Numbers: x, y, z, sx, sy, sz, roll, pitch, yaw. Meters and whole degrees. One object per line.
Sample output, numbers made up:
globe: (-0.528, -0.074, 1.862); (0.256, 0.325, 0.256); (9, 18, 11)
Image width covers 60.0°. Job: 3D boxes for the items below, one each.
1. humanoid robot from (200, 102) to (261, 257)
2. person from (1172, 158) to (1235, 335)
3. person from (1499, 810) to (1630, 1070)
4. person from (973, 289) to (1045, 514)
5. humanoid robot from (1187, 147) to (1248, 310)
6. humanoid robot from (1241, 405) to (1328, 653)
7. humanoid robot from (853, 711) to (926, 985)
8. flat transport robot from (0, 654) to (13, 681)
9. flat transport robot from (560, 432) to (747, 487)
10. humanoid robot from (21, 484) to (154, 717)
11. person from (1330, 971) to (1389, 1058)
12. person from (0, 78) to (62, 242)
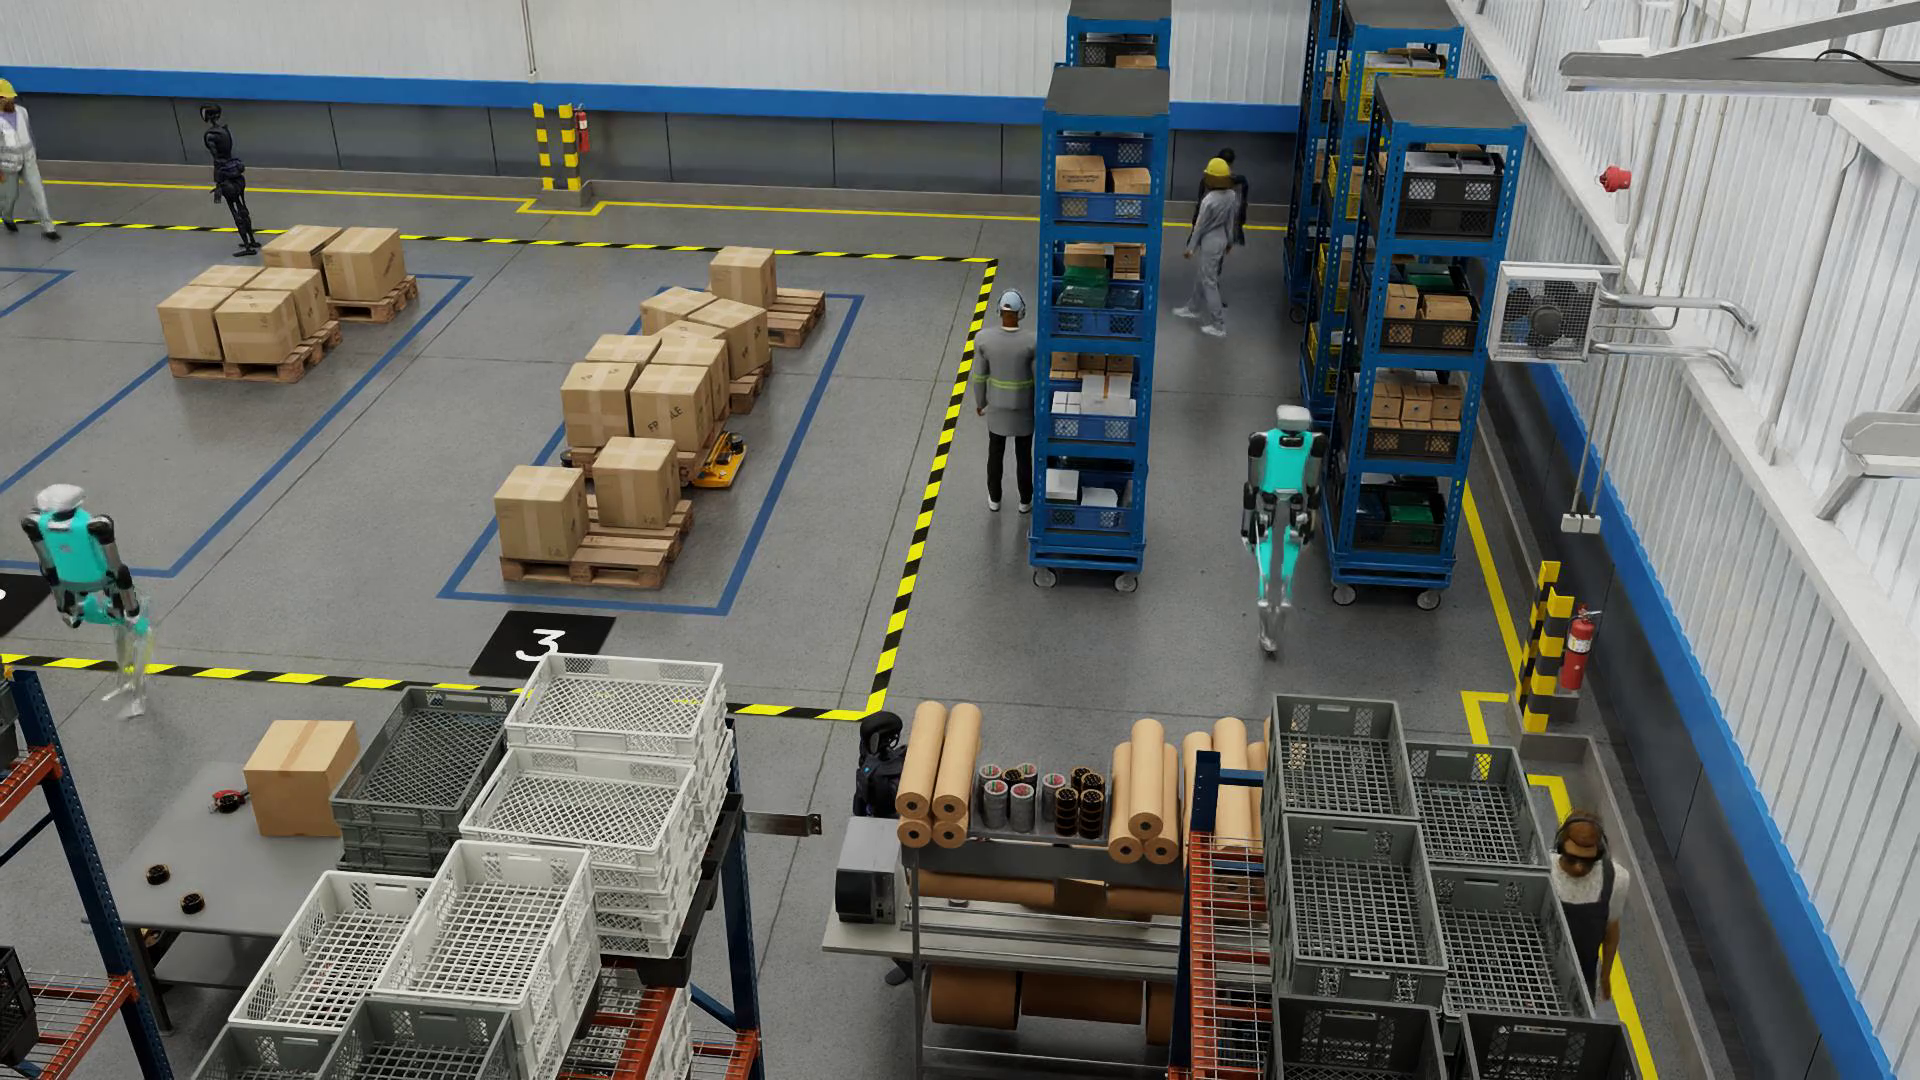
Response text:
humanoid robot: (-7.906, -3.903, 17.959); (0.315, 1.659, 0.599); (-2, 30, -4)
person: (2.404, -2.878, 16.177); (0.705, 1.710, 0.502); (22, 37, 33)
person: (2.756, 1.977, 7.716); (0.537, 1.834, 0.525); (3, 30, 6)
person: (0.402, -1.075, 12.951); (0.587, 1.848, 0.398); (6, 31, 11)
humanoid robot: (2.609, -3.103, 16.671); (0.613, 1.650, 0.778); (-8, 31, -14)
humanoid robot: (2.183, 0.026, 11.192); (0.546, 1.800, 0.848); (-2, 30, -3)
humanoid robot: (-0.369, 1.570, 8.562); (0.315, 1.657, 0.599); (-15, 34, -24)
flat transport robot: (-7.142, 0.969, 11.010); (1.431, 0.231, 0.659); (3, 30, 6)
flat transport robot: (-2.554, -0.707, 13.861); (1.431, 0.197, 0.652); (3, 30, 6)
humanoid robot: (-5.436, 0.329, 10.670); (0.548, 1.772, 0.798); (1, 30, 1)
person: (1.555, 2.436, 6.906); (0.329, 1.864, 0.506); (0, 30, 0)
person: (-10.485, -4.207, 18.383); (0.832, 1.798, 0.592); (19, 35, 29)
